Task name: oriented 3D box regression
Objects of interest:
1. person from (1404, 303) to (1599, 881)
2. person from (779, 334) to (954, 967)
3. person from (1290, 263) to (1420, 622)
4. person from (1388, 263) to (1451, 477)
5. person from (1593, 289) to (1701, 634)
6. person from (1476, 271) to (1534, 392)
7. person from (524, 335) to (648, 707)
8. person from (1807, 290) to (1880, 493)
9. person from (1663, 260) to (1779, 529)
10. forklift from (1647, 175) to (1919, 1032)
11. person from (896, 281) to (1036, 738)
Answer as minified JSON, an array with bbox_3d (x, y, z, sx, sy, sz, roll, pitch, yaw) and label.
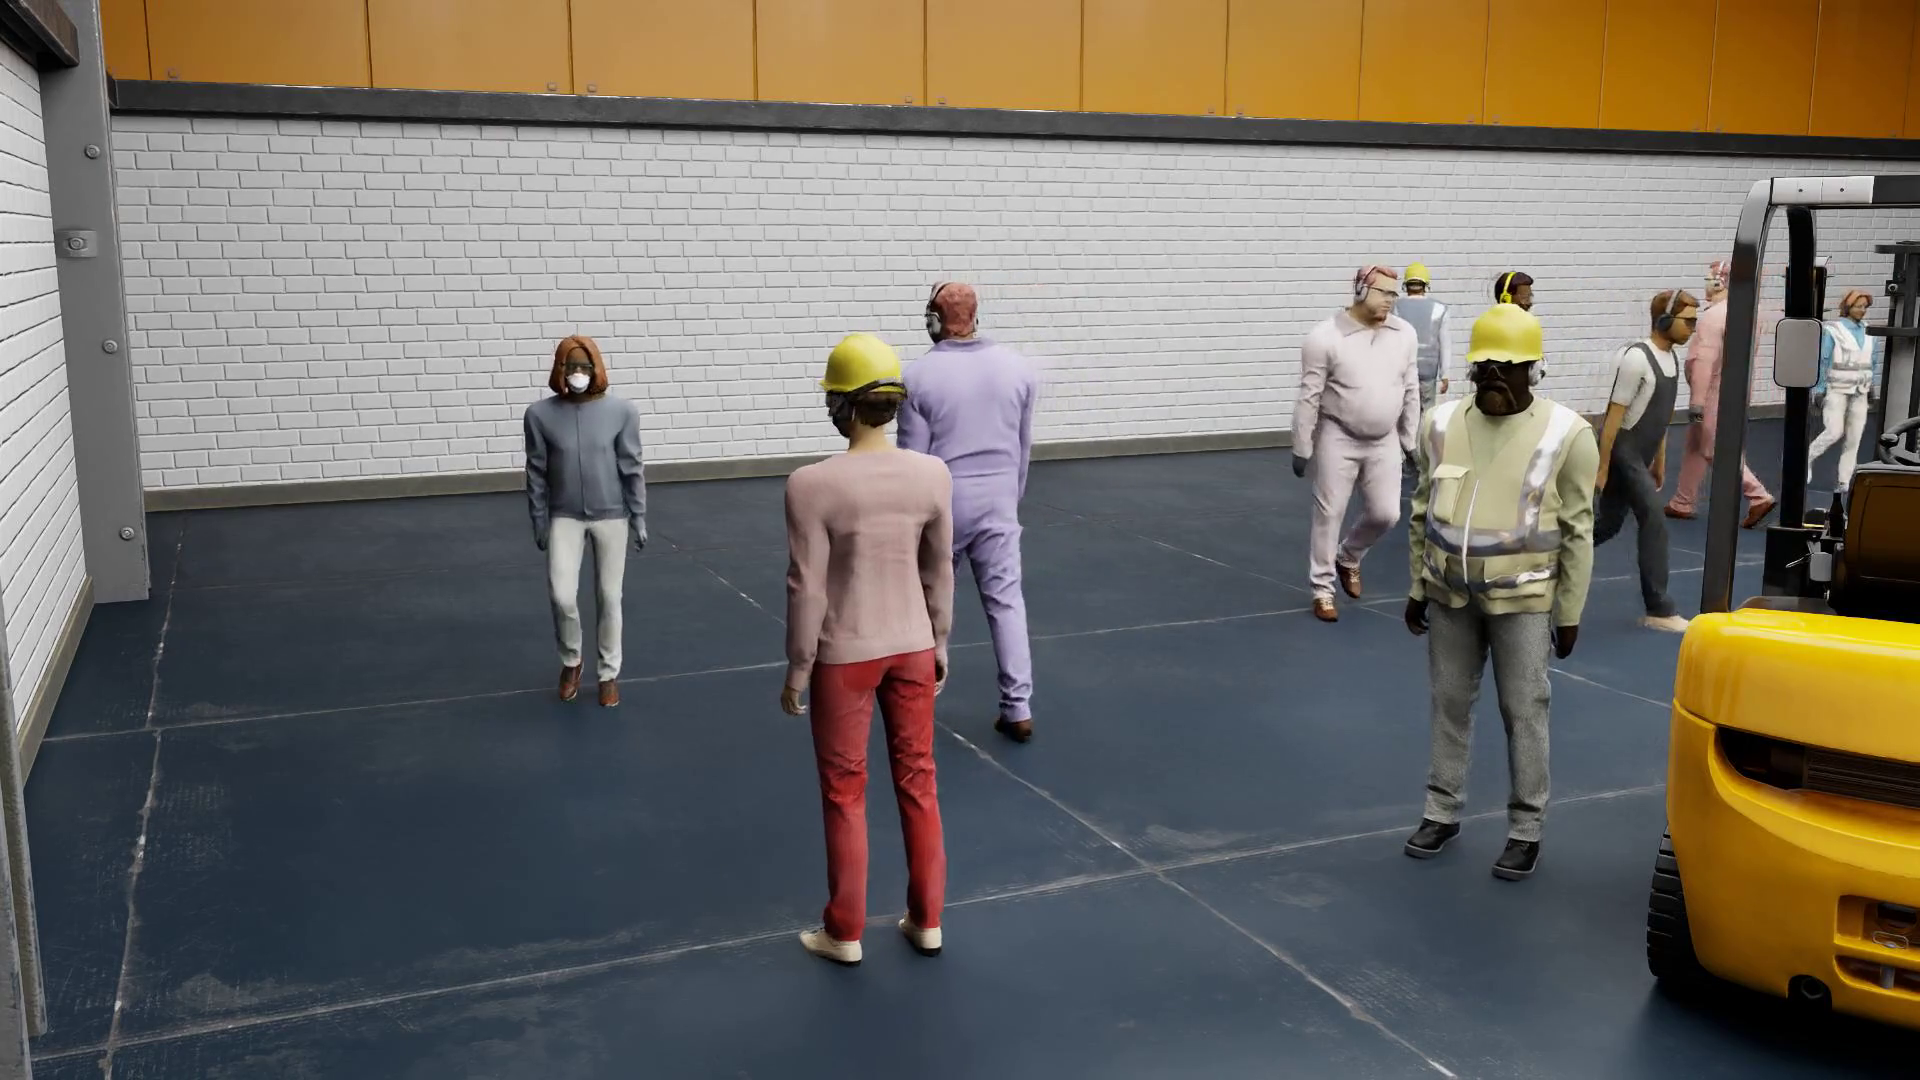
[{"bbox_3d":[1.700,0.163,5.310,0.593,1.824,0.403,9,14,42],"label":"person"},{"bbox_3d":[-0.252,0.324,4.624,0.540,1.769,0.413,-7,12,-32],"label":"person"},{"bbox_3d":[2.105,-0.522,8.887,0.721,1.891,0.506,-2,10,-10],"label":"person"},{"bbox_3d":[3.879,-1.458,14.260,0.620,1.808,0.659,3,11,15],"label":"person"},{"bbox_3d":[3.436,-0.429,8.726,0.947,1.788,0.529,8,13,38],"label":"person"},{"bbox_3d":[3.413,-0.737,10.294,0.976,1.819,0.513,6,12,28],"label":"person"},{"bbox_3d":[-1.600,-0.070,7.151,0.509,1.620,0.364,-2,10,-10],"label":"person"},{"bbox_3d":[7.018,-1.174,13.226,0.520,1.627,0.459,-2,11,-13],"label":"person"},{"bbox_3d":[5.378,-1.027,11.726,0.881,1.875,0.651,10,14,43],"label":"person"},{"bbox_3d":[2.810,0.094,4.662,1.214,2.155,2.313,7,12,34],"label":"forklift"},{"bbox_3d":[0.015,-0.140,6.907,0.657,1.853,1.014,-4,11,-23],"label":"person"}]
